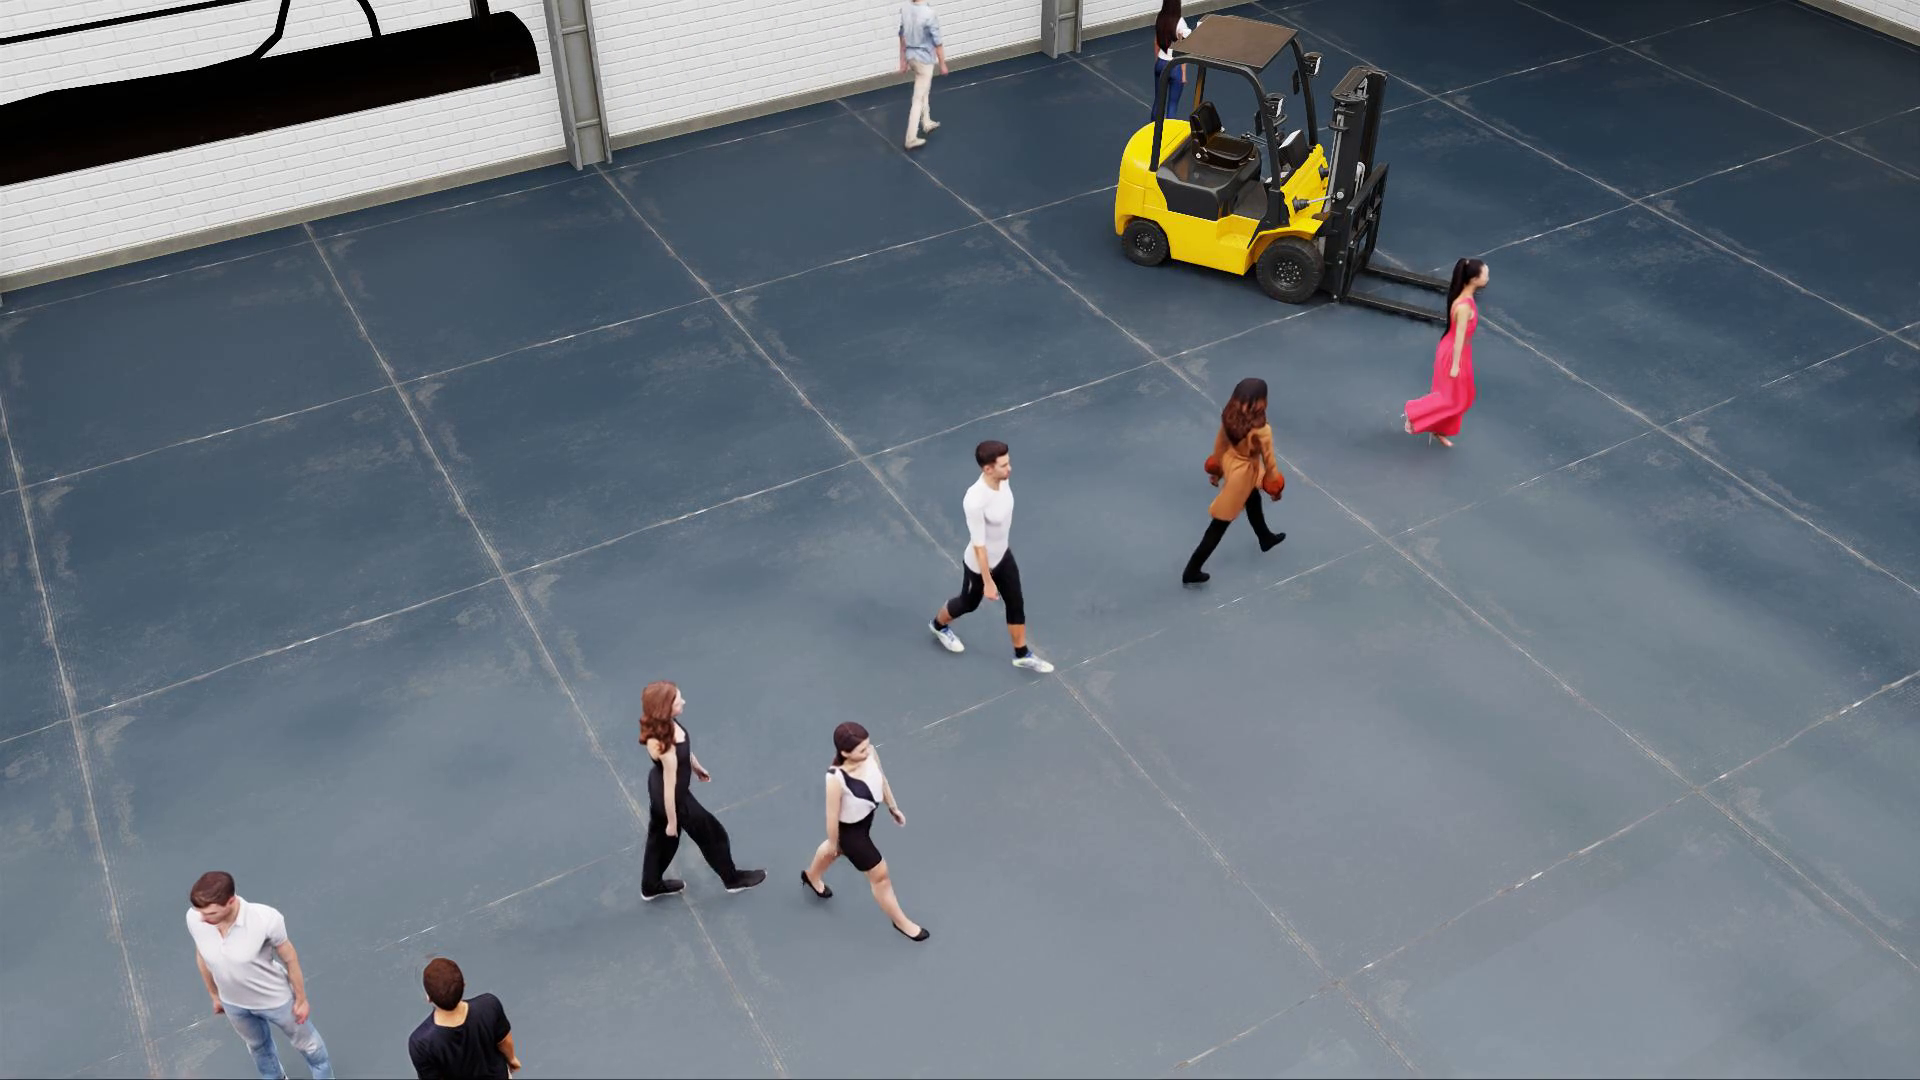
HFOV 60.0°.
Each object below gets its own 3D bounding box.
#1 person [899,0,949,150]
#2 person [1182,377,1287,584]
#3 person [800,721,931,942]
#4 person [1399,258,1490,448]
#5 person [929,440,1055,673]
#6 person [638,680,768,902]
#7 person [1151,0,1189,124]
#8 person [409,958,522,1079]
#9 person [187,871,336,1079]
[{"bbox_3d":[-0.489,-5.022,17.594,0.949,1.824,0.767,-29,47,-31],"label":"person"},{"bbox_3d":[1.928,-0.368,11.893,1.186,1.664,0.712,-19,42,-22],"label":"person"},{"bbox_3d":[-0.669,1.610,9.472,1.039,1.596,1.101,17,42,20],"label":"person"},{"bbox_3d":[3.843,-1.452,13.212,0.893,1.714,0.832,9,40,11],"label":"person"},{"bbox_3d":[0.104,0.105,11.174,1.117,1.823,1.240,21,43,24],"label":"person"},{"bbox_3d":[-1.748,1.480,9.538,1.018,1.716,0.706,-12,40,-15],"label":"person"},{"bbox_3d":[2.204,-4.955,17.549,0.573,1.775,0.623,-28,47,-31],"label":"person"},{"bbox_3d":[-2.323,2.629,7.985,0.545,1.859,0.739,-31,48,-33],"label":"person"},{"bbox_3d":[-3.549,2.283,8.422,0.677,1.856,0.790,2,39,2],"label":"person"}]
